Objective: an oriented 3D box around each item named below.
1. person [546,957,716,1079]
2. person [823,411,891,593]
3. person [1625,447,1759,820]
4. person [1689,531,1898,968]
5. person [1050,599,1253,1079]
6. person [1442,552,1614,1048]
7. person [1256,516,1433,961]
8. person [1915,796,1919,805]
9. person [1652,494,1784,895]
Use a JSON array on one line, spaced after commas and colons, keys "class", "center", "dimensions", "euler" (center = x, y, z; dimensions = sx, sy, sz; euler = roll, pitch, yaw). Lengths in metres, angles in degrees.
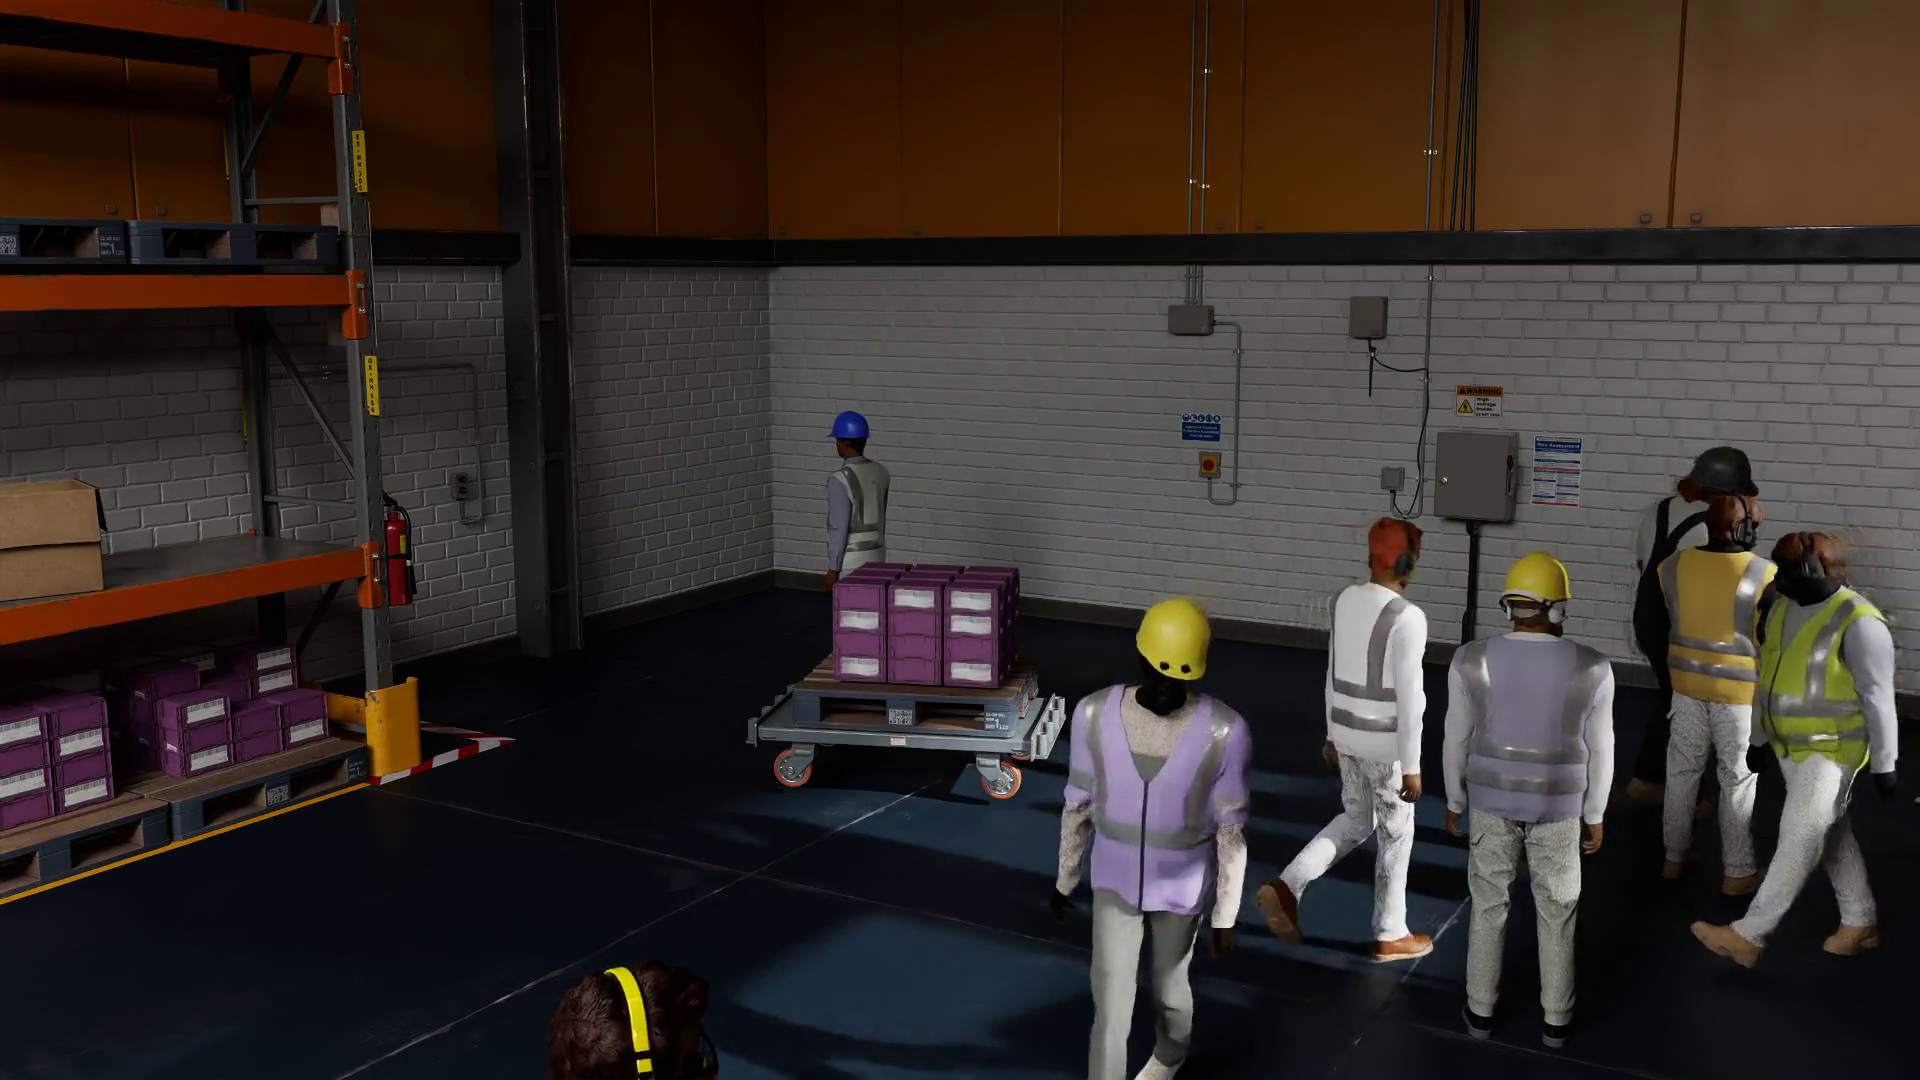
[{"class": "person", "center": [-0.494, 1.520, 2.467], "dimensions": [0.311, 1.869, 0.530], "euler": [-7, 11, -36]}, {"class": "person", "center": [-0.686, 0.129, 10.905], "dimensions": [0.384, 1.948, 0.602], "euler": [5, 10, 28]}, {"class": "person", "center": [3.765, 0.466, 8.515], "dimensions": [0.546, 2.000, 0.740], "euler": [-3, 10, -17]}, {"class": "person", "center": [3.475, 0.862, 6.871], "dimensions": [0.933, 1.779, 0.666], "euler": [-1, 9, -7]}, {"class": "person", "center": [0.616, 1.066, 5.336], "dimensions": [0.640, 1.873, 0.934], "euler": [3, 10, 18]}, {"class": "person", "center": [2.083, 0.953, 6.135], "dimensions": [0.592, 1.828, 0.404], "euler": [3, 10, 20]}, {"class": "person", "center": [1.620, 0.833, 6.788], "dimensions": [0.683, 1.868, 0.592], "euler": [-4, 10, -22]}, {"class": "person", "center": [5.359, 0.528, 8.681], "dimensions": [0.328, 1.865, 0.521], "euler": [-6, 11, -34]}, {"class": "person", "center": [3.510, 0.703, 7.671], "dimensions": [0.430, 1.839, 0.619], "euler": [-7, 12, -38]}]
